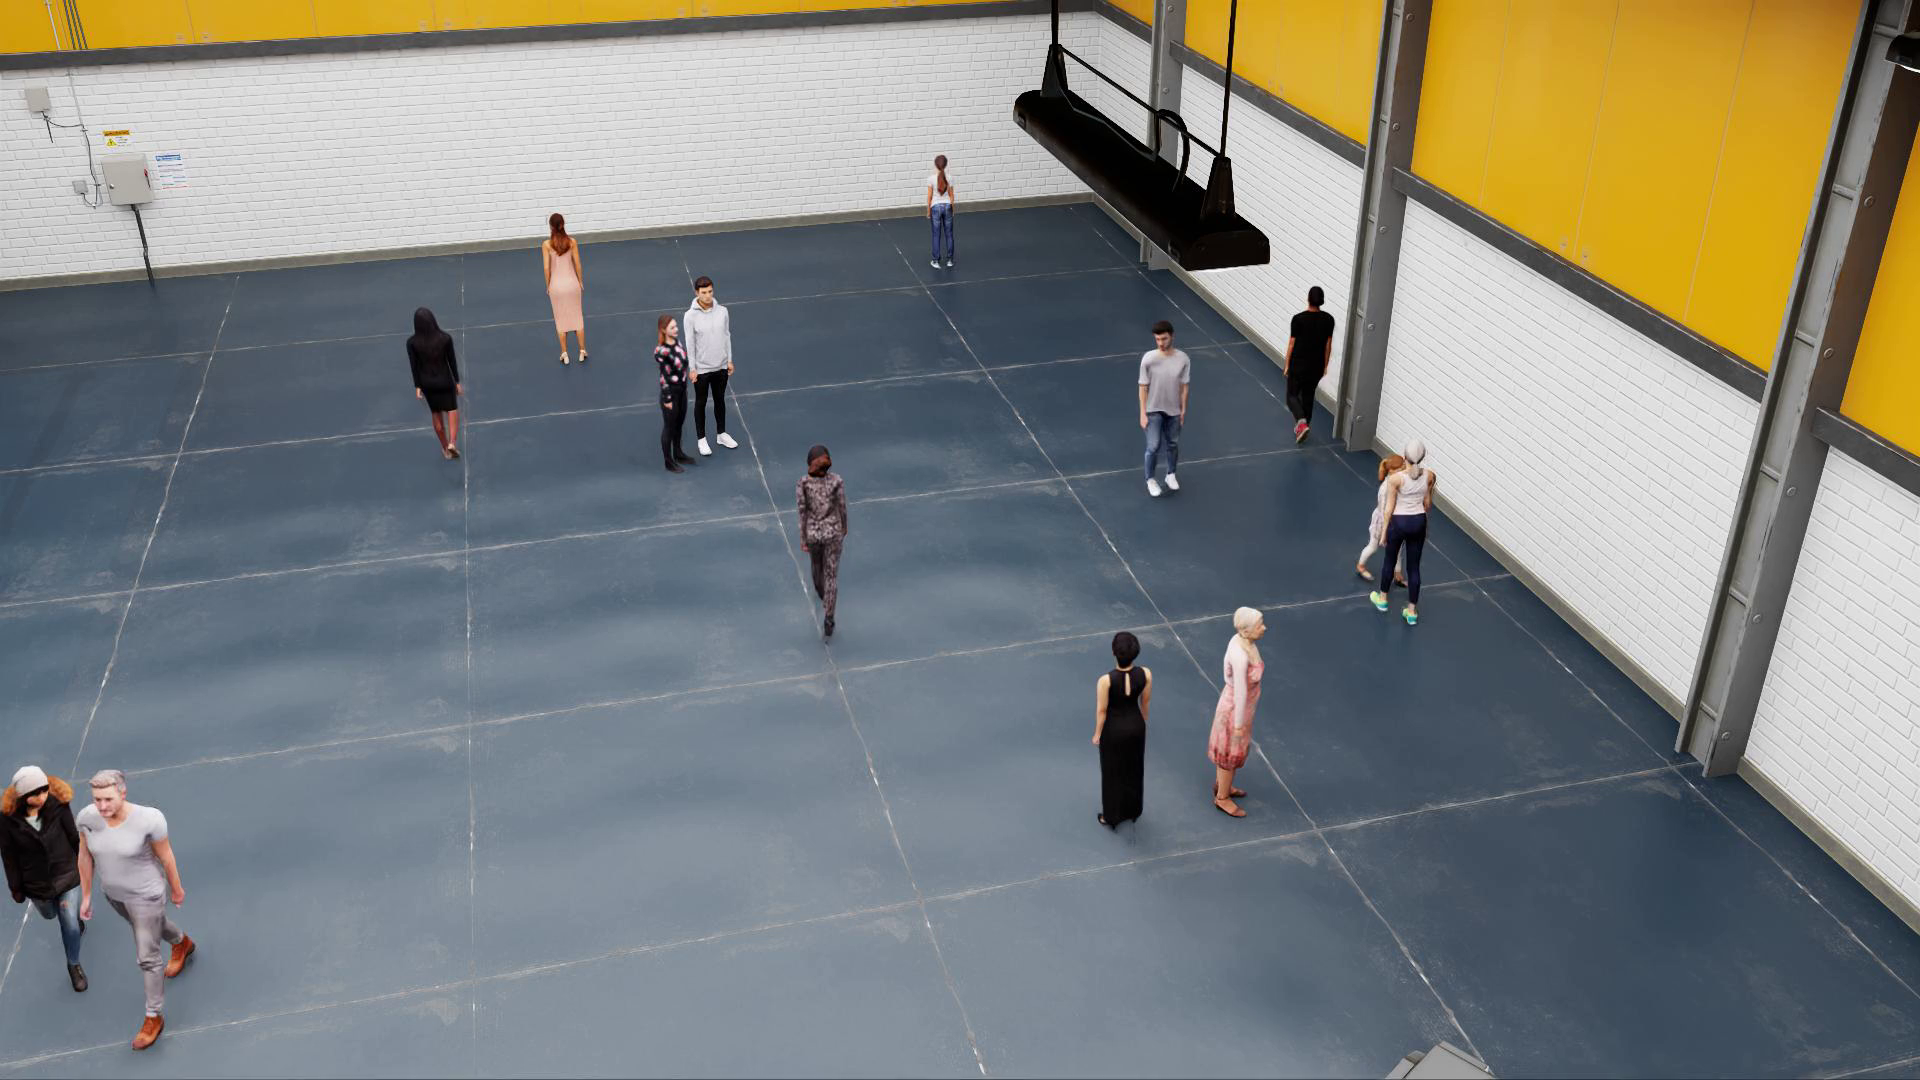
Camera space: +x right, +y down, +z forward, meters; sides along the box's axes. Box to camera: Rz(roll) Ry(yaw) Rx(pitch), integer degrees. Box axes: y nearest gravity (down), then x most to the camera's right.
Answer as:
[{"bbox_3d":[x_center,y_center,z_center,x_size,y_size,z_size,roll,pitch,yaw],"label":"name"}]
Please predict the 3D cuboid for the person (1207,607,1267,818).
[{"bbox_3d":[2.005,1.225,12.093,0.740,1.690,0.643,5,29,9],"label":"person"}]

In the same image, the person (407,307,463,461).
[{"bbox_3d":[-5.389,-1.565,17.190,0.625,1.706,0.827,-8,30,-15],"label":"person"}]

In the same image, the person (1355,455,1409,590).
[{"bbox_3d":[3.813,-0.184,15.093,0.745,1.289,0.886,-24,37,-37],"label":"person"}]

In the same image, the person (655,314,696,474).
[{"bbox_3d":[-2.965,-1.529,17.149,0.715,1.683,0.613,9,30,16],"label":"person"}]

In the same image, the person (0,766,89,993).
[{"bbox_3d":[-5.815,2.079,10.615,0.819,1.607,1.041,-15,32,-25],"label":"person"}]

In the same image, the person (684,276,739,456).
[{"bbox_3d":[-2.648,-1.862,17.501,0.757,1.931,0.729,-19,34,-31],"label":"person"}]

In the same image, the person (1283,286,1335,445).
[{"bbox_3d":[3.688,-1.810,17.602,0.692,1.743,0.871,-4,29,-7],"label":"person"}]

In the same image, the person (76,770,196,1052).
[{"bbox_3d":[-5.088,2.132,10.327,1.014,1.789,1.276,4,29,6],"label":"person"}]

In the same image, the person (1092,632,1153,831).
[{"bbox_3d":[1.162,1.372,11.915,0.602,1.602,0.550,-11,30,-19],"label":"person"}]

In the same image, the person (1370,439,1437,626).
[{"bbox_3d":[3.893,-0.073,14.461,0.668,1.699,0.844,-3,29,-6],"label":"person"}]

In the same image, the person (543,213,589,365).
[{"bbox_3d":[-4.669,-2.976,19.646,0.582,1.832,0.510,-9,30,-15],"label":"person"}]

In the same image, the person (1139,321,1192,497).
[{"bbox_3d":[2.003,-1.337,16.608,0.687,1.864,0.681,-10,30,-18],"label":"person"}]

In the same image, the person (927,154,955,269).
[{"bbox_3d":[-0.253,-4.520,22.759,0.557,1.561,0.556,-4,29,-7],"label":"person"}]

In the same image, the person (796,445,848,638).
[{"bbox_3d":[-1.163,0.025,14.323,0.721,1.660,1.201,-3,29,-5],"label":"person"}]
